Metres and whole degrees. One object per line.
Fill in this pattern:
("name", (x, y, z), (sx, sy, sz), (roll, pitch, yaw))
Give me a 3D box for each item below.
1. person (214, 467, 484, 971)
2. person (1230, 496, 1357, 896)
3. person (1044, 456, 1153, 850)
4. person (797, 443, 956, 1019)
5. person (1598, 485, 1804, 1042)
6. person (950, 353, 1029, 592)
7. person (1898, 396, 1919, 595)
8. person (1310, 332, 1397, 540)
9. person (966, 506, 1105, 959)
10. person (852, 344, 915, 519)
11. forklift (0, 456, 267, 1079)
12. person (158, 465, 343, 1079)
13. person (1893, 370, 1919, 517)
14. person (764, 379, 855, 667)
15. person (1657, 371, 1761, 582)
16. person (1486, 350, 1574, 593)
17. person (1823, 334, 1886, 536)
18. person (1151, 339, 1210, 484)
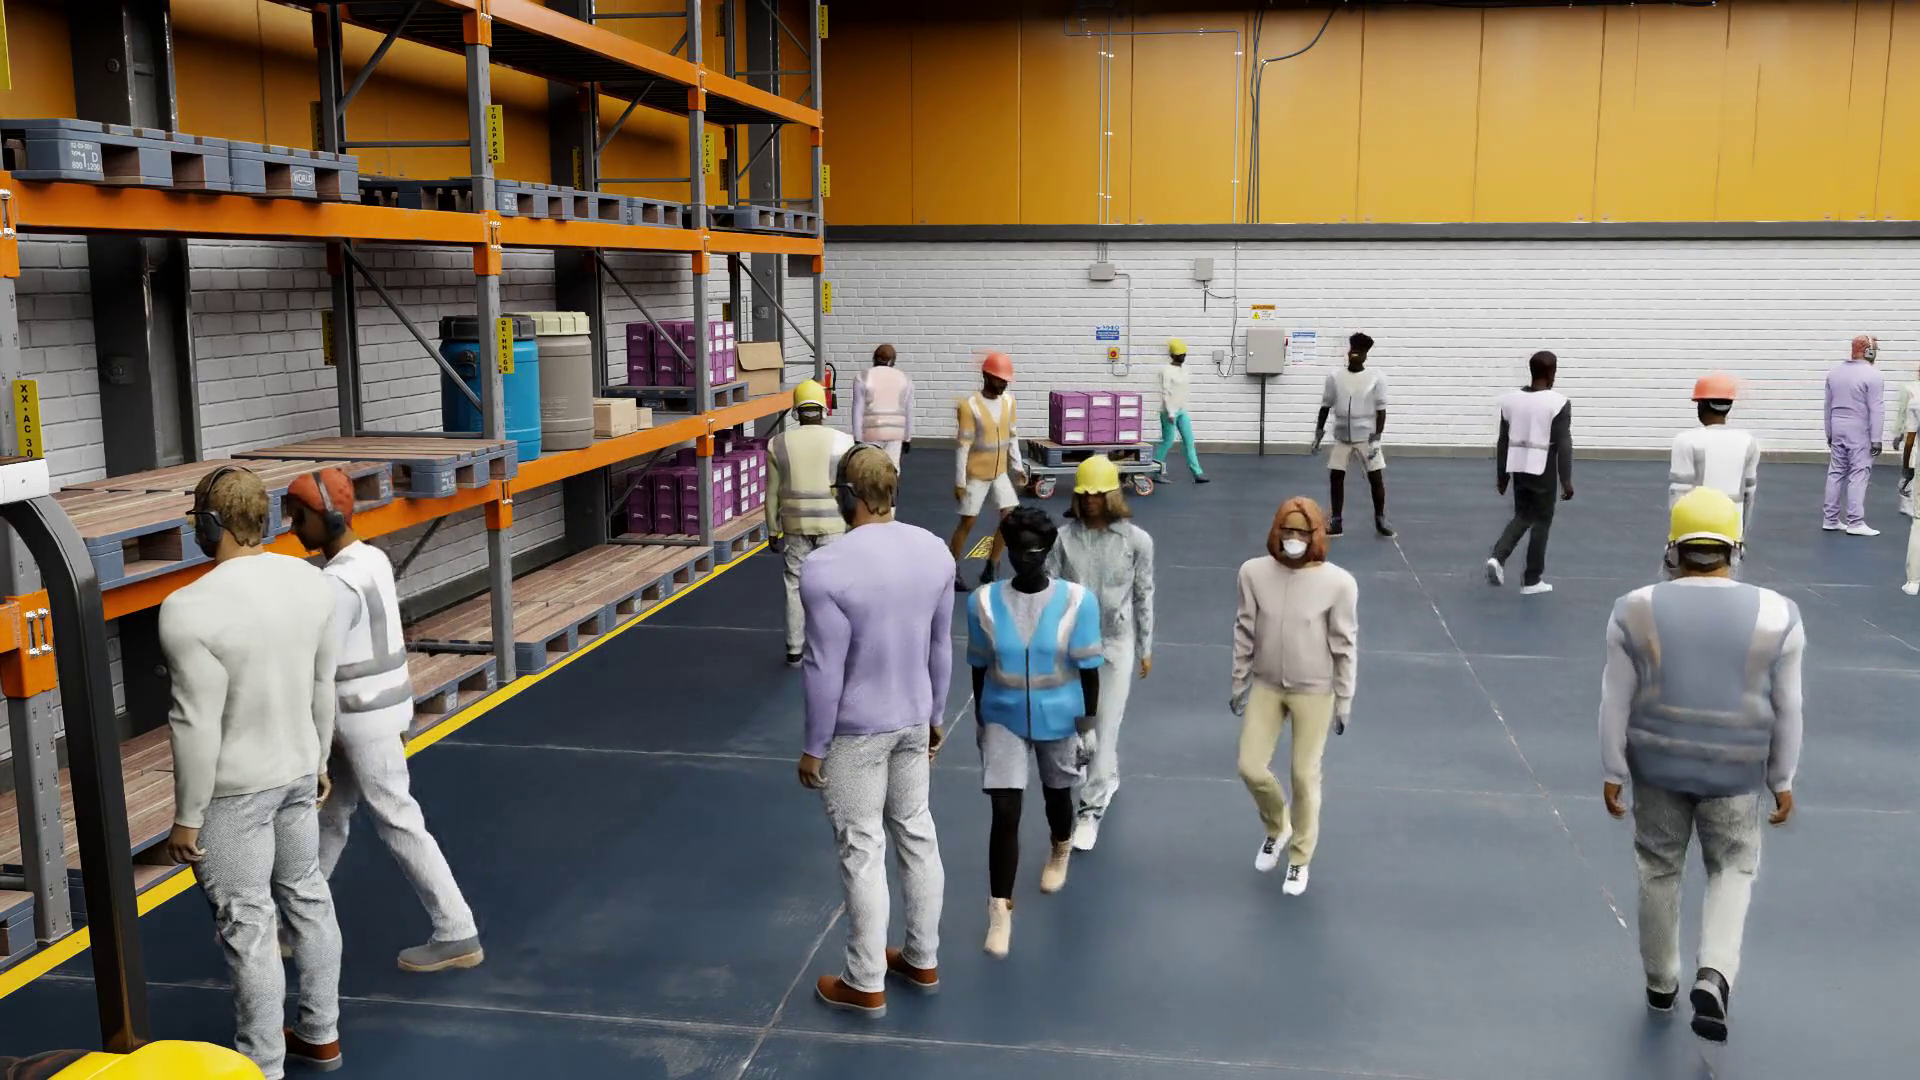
("person", (-2.187, 0.653, 5.885), (0.959, 1.820, 0.586), (-2, 9, -11))
("person", (1.327, 0.625, 6.678), (0.518, 1.617, 0.344), (5, 10, 27))
("person", (0.607, 0.460, 7.476), (0.503, 1.695, 0.917), (3, 10, 20))
("person", (-0.283, 0.638, 5.629), (0.635, 1.936, 0.354), (-9, 13, -43))
("person", (2.384, 0.733, 5.396), (0.607, 1.819, 0.588), (4, 10, 24))
("person", (0.194, -0.517, 12.939), (0.567, 1.879, 0.644), (-7, 12, -38))
("person", (7.531, -0.488, 12.818), (0.519, 1.861, 0.328), (6, 11, 33))
("person", (3.703, -0.962, 15.512), (0.846, 1.936, 0.457), (6, 11, 32))
("person", (0.296, 0.663, 6.380), (0.532, 1.659, 0.857), (1, 9, 8))
("person", (-0.734, -0.976, 16.001), (0.647, 1.804, 0.495), (-3, 10, -17))
("forklift", (-2.328, 0.975, 2.765), (2.313, 2.155, 1.214), (1, 9, 9))
("person", (-2.124, 0.738, 5.006), (0.358, 1.938, 0.636), (3, 10, 19))
("person", (9.729, -0.995, 16.699), (0.534, 1.603, 0.797), (0, 9, -2))
("person", (-0.931, -0.095, 10.497), (0.597, 1.830, 0.403), (0, 9, 1))
("person", (4.439, -0.057, 10.013), (0.579, 1.903, 0.872), (-1, 9, -5))
("person", (4.405, -0.511, 12.837), (0.506, 1.899, 0.596), (-6, 11, -33))
("person", (8.538, -1.000, 15.833), (0.403, 1.906, 0.652), (-3, 10, -15))
("person", (2.569, -1.487, 19.425), (0.746, 1.713, 0.590), (9, 13, 42))
